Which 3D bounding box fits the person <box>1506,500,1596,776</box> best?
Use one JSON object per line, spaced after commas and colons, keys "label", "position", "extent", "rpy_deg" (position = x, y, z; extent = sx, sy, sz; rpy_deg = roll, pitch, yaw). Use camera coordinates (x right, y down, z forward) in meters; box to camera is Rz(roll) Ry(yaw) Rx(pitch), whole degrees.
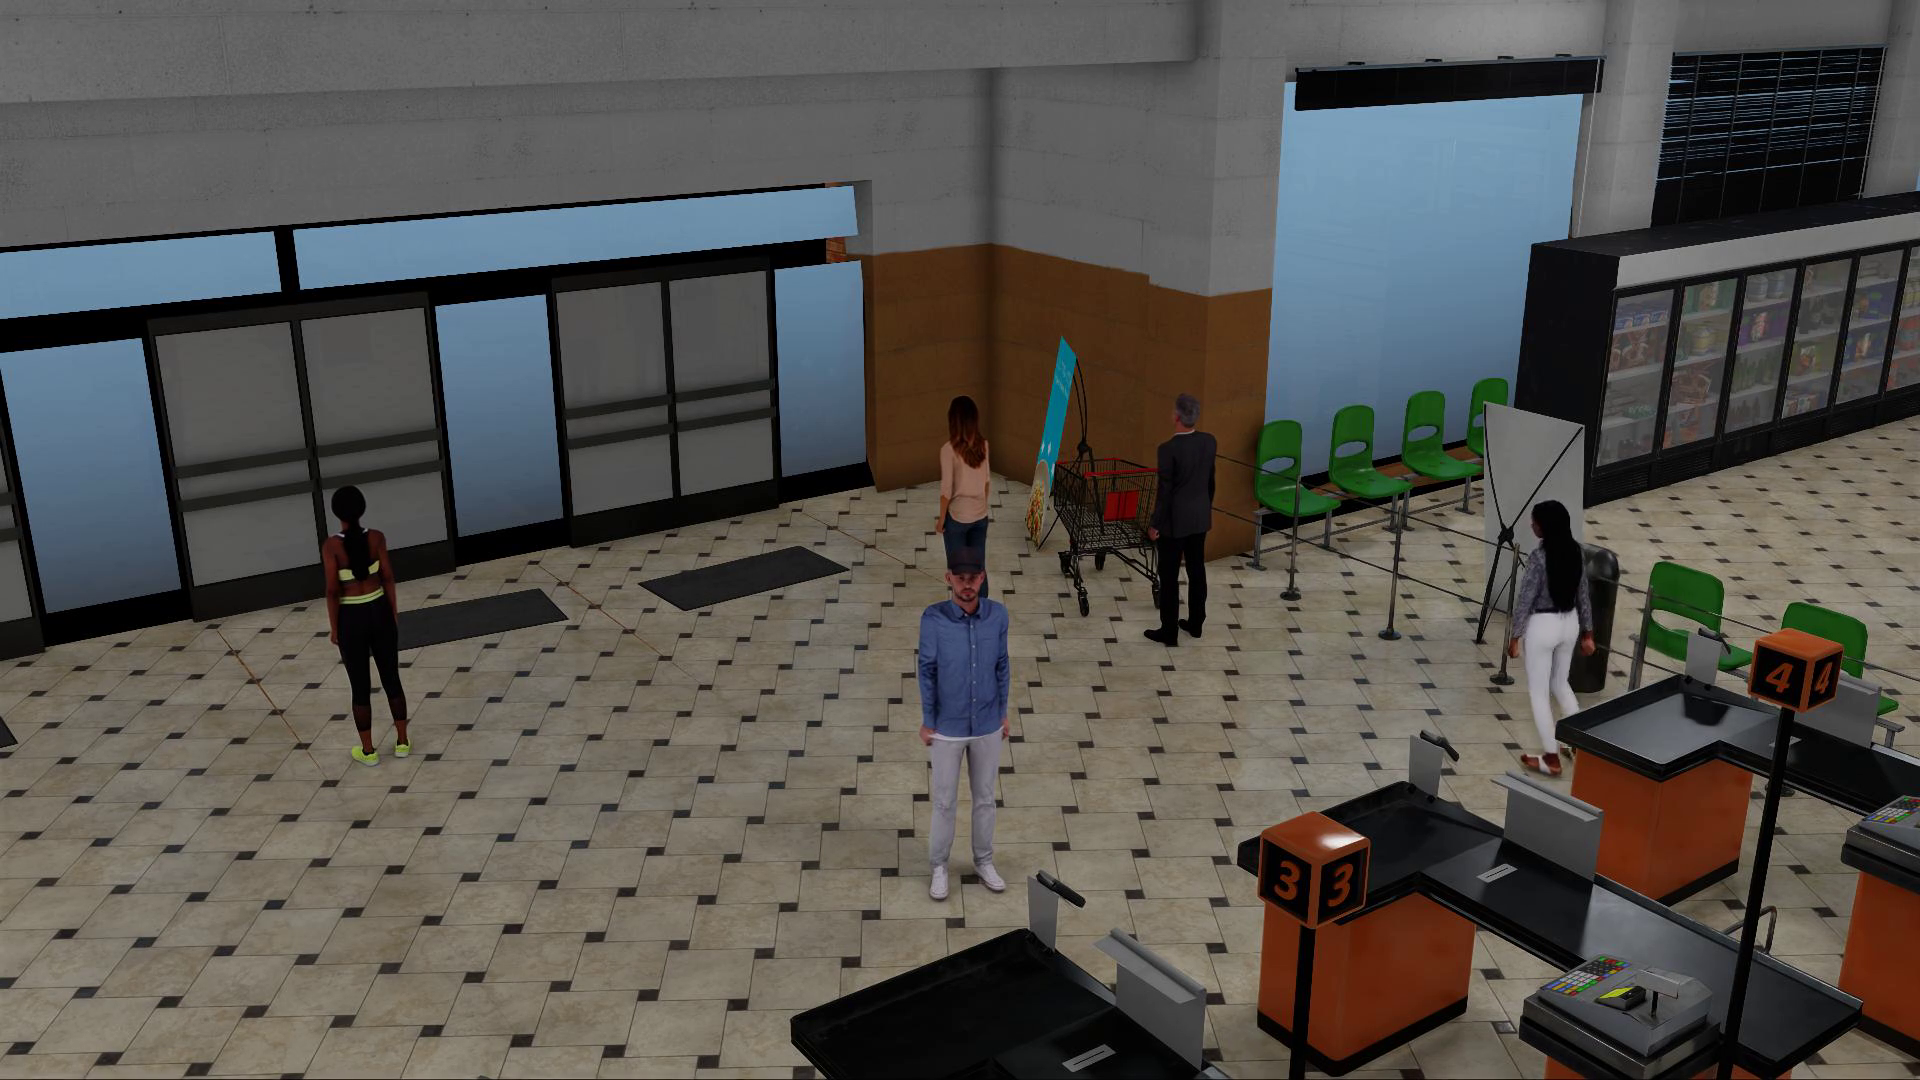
{"label": "person", "position": [3.572, 0.604, 9.907], "extent": [0.742, 1.689, 0.675], "rpy_deg": [-4, 19, -11]}

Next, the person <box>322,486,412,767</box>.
{"label": "person", "position": [-3.593, 0.516, 10.064], "extent": [0.553, 1.754, 0.494], "rpy_deg": [-12, 22, -32]}

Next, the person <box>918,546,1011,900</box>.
{"label": "person", "position": [0.029, 0.932, 8.623], "extent": [0.726, 1.888, 0.687], "rpy_deg": [-5, 19, -14]}

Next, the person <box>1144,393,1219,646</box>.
{"label": "person", "position": [1.592, -0.159, 11.931], "extent": [0.706, 1.842, 0.574], "rpy_deg": [-12, 22, -32]}

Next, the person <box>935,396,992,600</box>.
{"label": "person", "position": [0.044, -0.166, 12.029], "extent": [0.582, 1.792, 0.509], "rpy_deg": [-12, 22, -32]}
